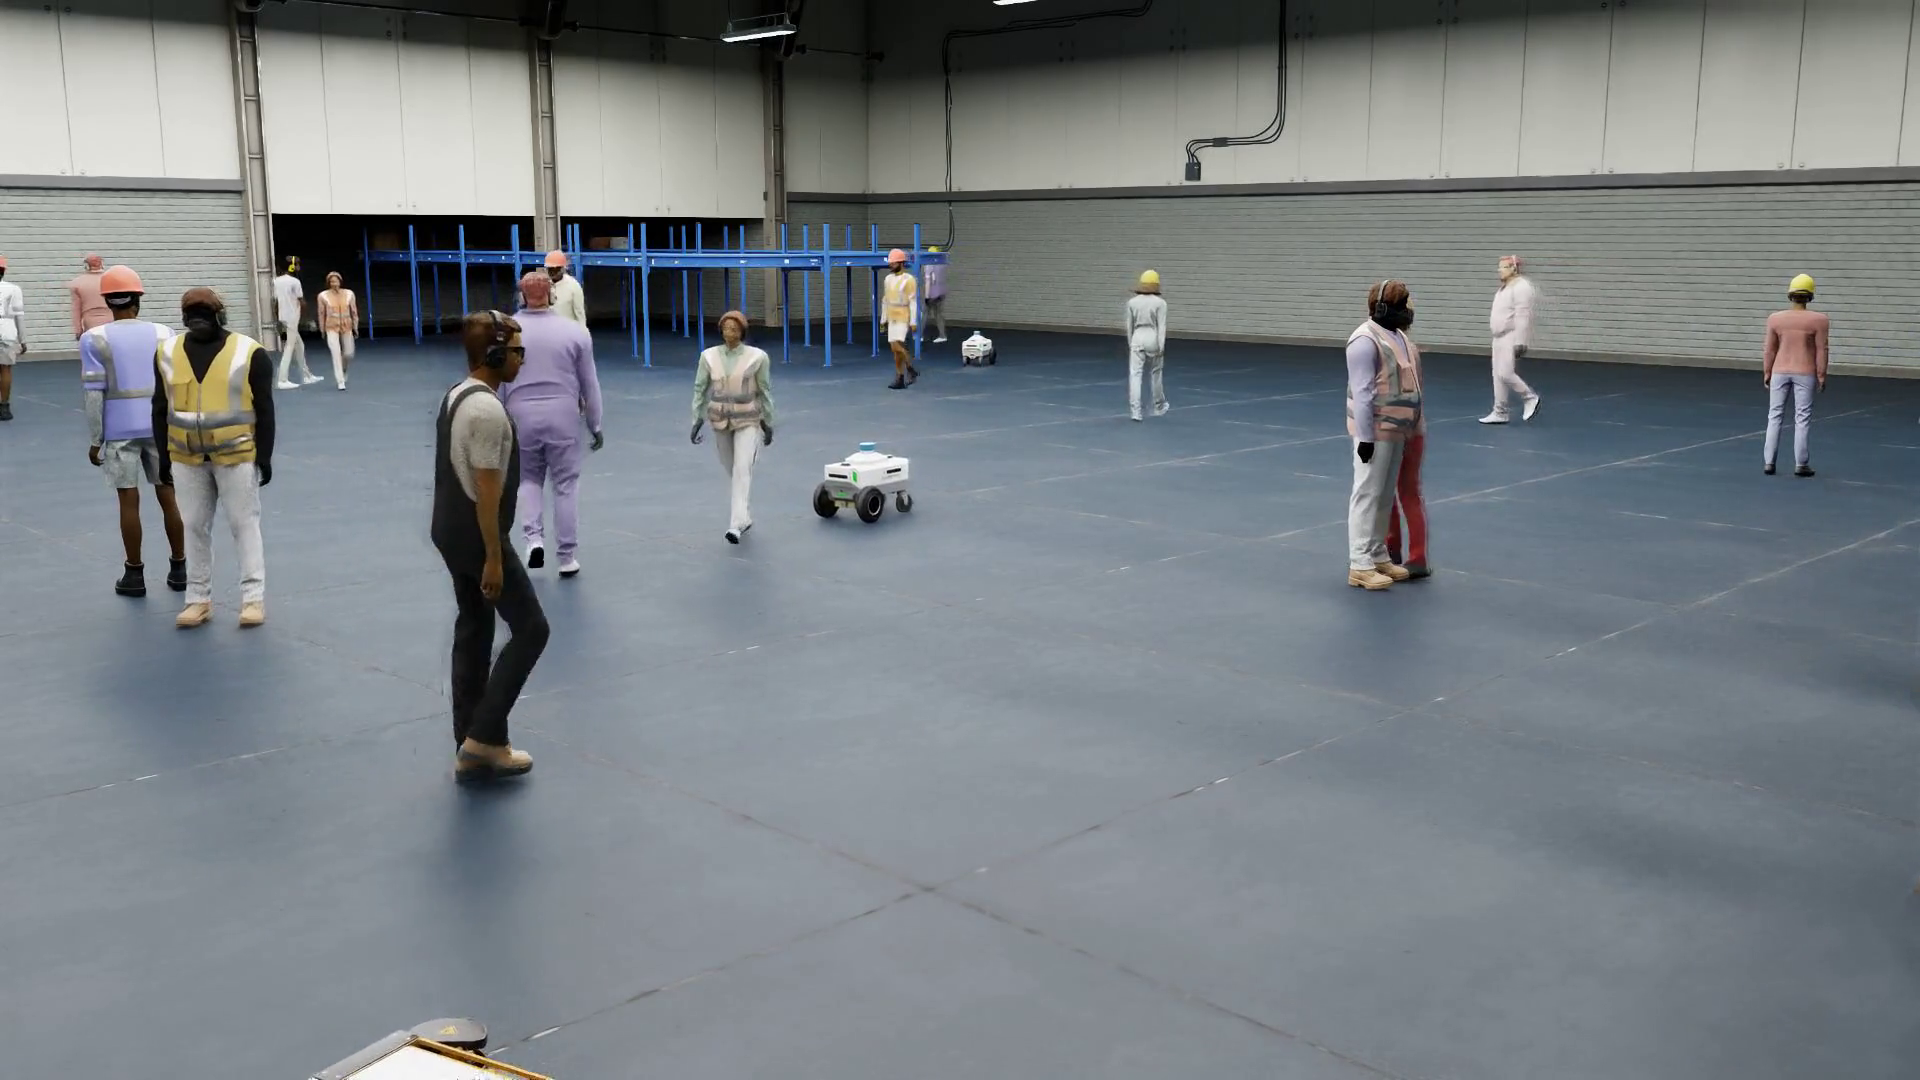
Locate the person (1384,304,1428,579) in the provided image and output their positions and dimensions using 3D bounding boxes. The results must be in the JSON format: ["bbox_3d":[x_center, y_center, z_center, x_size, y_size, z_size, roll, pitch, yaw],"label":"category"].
[{"bbox_3d":[2.746,-0.643,10.402,0.331,1.722,0.574,0,10,-3],"label":"person"}]

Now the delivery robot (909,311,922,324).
[{"bbox_3d":[-1.077,-5.084,37.655,0.477,0.478,0.707,-3,11,-17],"label":"delivery robot"}]

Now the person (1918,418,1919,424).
[{"bbox_3d":[11.027,-2.138,18.629,0.532,1.695,0.319,-3,11,-18],"label":"person"}]

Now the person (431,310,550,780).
[{"bbox_3d":[-1.839,0.029,6.468,0.421,1.823,0.505,-7,13,-34],"label":"person"}]

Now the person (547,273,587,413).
[{"bbox_3d":[-4.834,-2.472,19.902,0.961,1.891,0.643,3,11,15],"label":"person"}]

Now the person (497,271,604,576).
[{"bbox_3d":[-2.572,-0.723,10.374,0.678,1.887,0.423,-1,10,-5],"label":"person"}]

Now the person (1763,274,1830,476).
[{"bbox_3d":[7.388,-1.458,14.717,0.533,1.772,0.298,9,14,41],"label":"person"}]

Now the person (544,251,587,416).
[{"bbox_3d":[-4.579,-2.300,18.876,0.621,1.931,1.071,5,11,24],"label":"person"}]

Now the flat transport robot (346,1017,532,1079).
[{"bbox_3d":[-1.340,1.392,3.377,0.652,0.197,1.431,6,12,28],"label":"flat transport robot"}]

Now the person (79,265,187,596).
[{"bbox_3d":[-4.884,-0.647,9.852,0.545,1.933,0.376,-9,13,-39],"label":"person"}]

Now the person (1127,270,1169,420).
[{"bbox_3d":[2.177,-2.253,19.221,0.503,1.696,0.884,5,11,25],"label":"person"}]

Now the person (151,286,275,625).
[{"bbox_3d":[-4.049,-0.449,9.027,0.633,1.840,0.429,-1,10,-6],"label":"person"}]

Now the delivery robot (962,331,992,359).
[{"bbox_3d":[0.280,-3.173,27.247,0.477,0.478,0.707,3,11,15],"label":"delivery robot"}]

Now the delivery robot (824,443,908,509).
[{"bbox_3d":[-0.707,-0.497,12.650,0.477,0.478,0.707,7,13,34],"label":"delivery robot"}]

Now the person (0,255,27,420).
[{"bbox_3d":[-11.141,-2.367,19.283,0.557,1.907,0.505,-3,11,-17],"label":"person"}]

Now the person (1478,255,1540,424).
[{"bbox_3d":[6.168,-2.235,18.611,0.543,1.893,0.666,-1,10,-6],"label":"person"}]

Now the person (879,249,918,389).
[{"bbox_3d":[-0.874,-3.055,23.004,0.405,1.920,0.553,-9,14,-41],"label":"person"}]

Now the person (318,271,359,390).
[{"bbox_3d":[-8.603,-2.906,23.004,0.518,1.620,0.541,-7,12,-32],"label":"person"}]

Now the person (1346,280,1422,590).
[{"bbox_3d":[2.565,-0.644,10.085,0.429,1.843,0.633,7,12,33],"label":"person"}]

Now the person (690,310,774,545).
[{"bbox_3d":[-1.580,-0.775,11.484,0.538,1.592,0.881,3,11,14],"label":"person"}]

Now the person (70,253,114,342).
[{"bbox_3d":[-10.871,-2.694,21.153,0.724,1.886,0.535,-4,11,-22],"label":"person"}]

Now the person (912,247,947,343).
[{"bbox_3d":[-0.588,-4.844,32.906,0.813,1.866,0.663,7,13,35],"label":"person"}]

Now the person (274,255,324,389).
[{"bbox_3d":[-9.241,-3.047,23.255,0.482,1.823,0.880,8,13,38],"label":"person"}]
